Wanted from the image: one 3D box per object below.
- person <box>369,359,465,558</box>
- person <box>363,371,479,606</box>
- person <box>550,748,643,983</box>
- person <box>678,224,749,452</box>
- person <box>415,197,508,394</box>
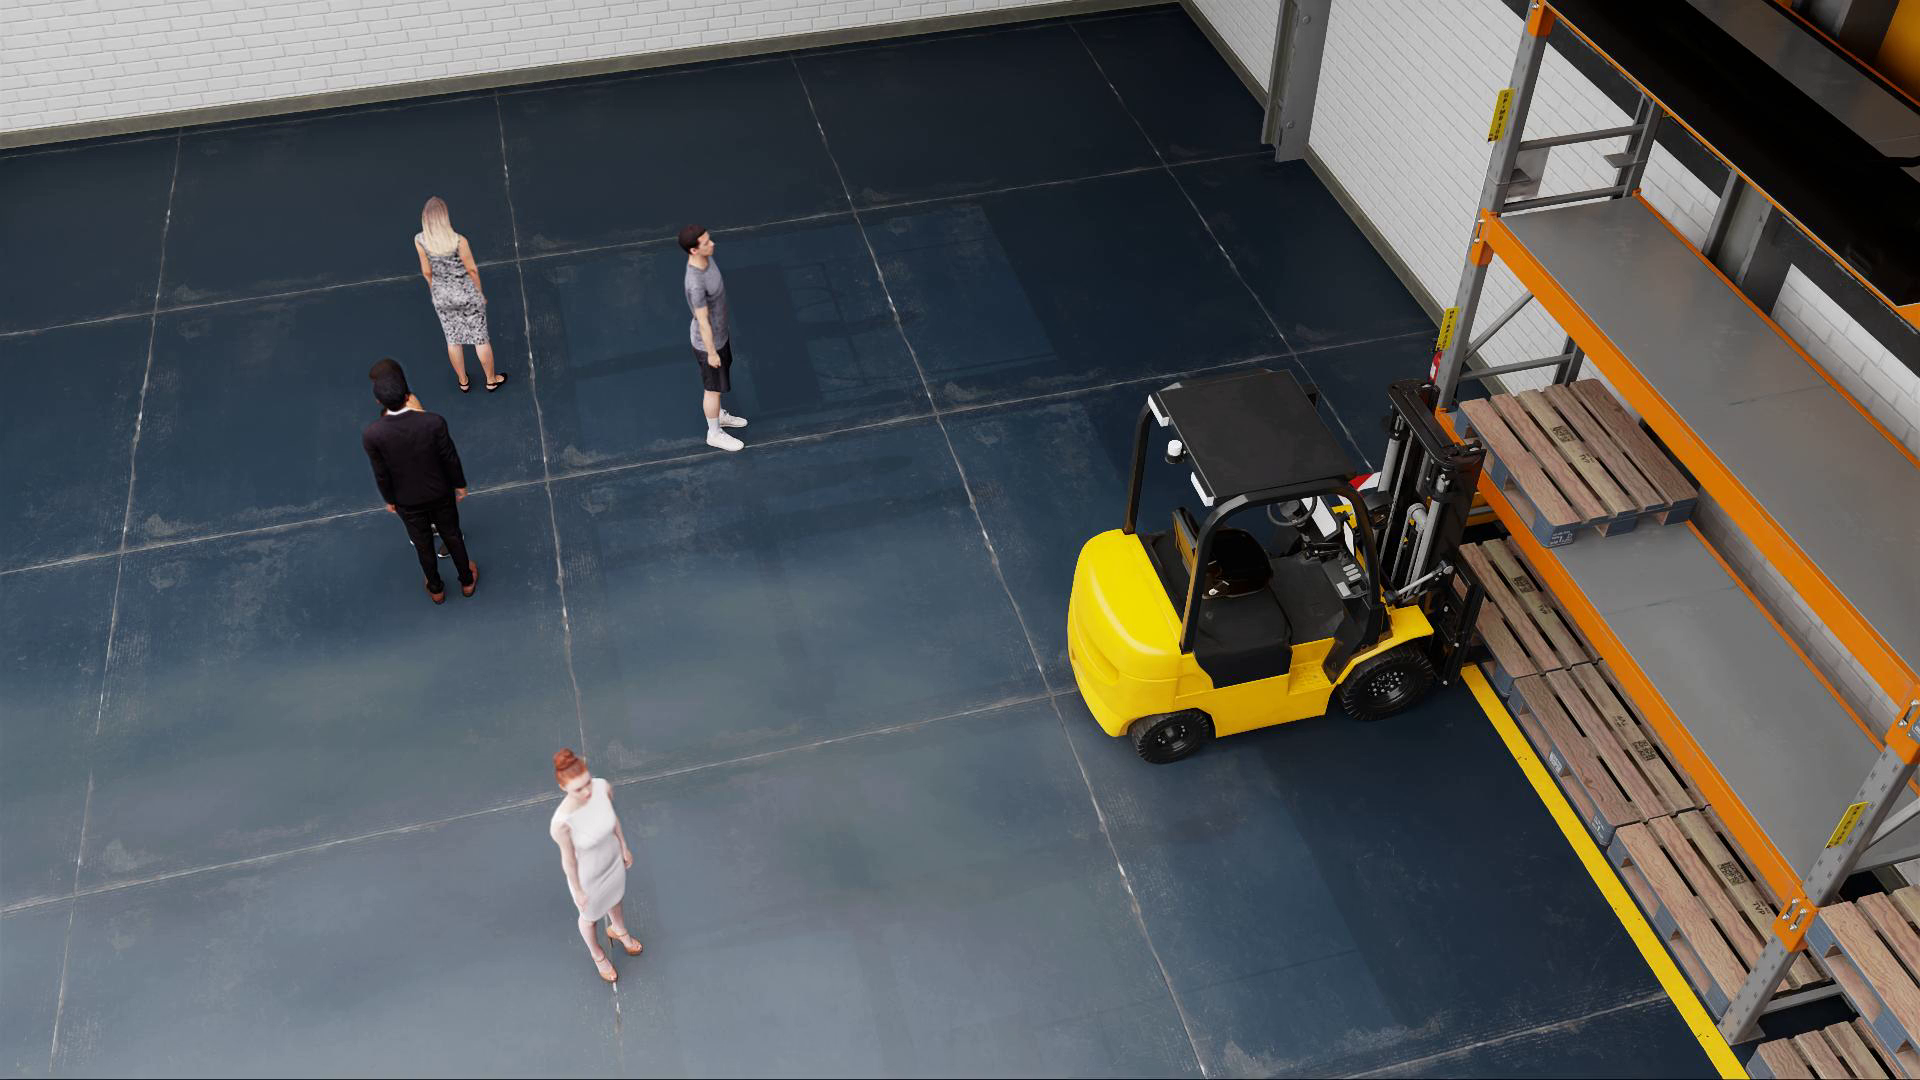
[{"bbox_3d":[-3.712,-0.578,11.358,0.633,1.642,0.697,23,48,22],"label":"person"},{"bbox_3d":[-3.536,-0.332,10.924,0.716,1.884,0.579,-15,46,-15],"label":"person"},{"bbox_3d":[-1.937,1.733,8.823,0.668,1.793,0.621,24,49,23],"label":"person"},{"bbox_3d":[-1.838,-1.502,12.161,0.774,1.871,0.595,1,44,1],"label":"person"},{"bbox_3d":[-3.825,-1.837,12.633,0.622,1.706,0.597,3,44,3],"label":"person"}]
